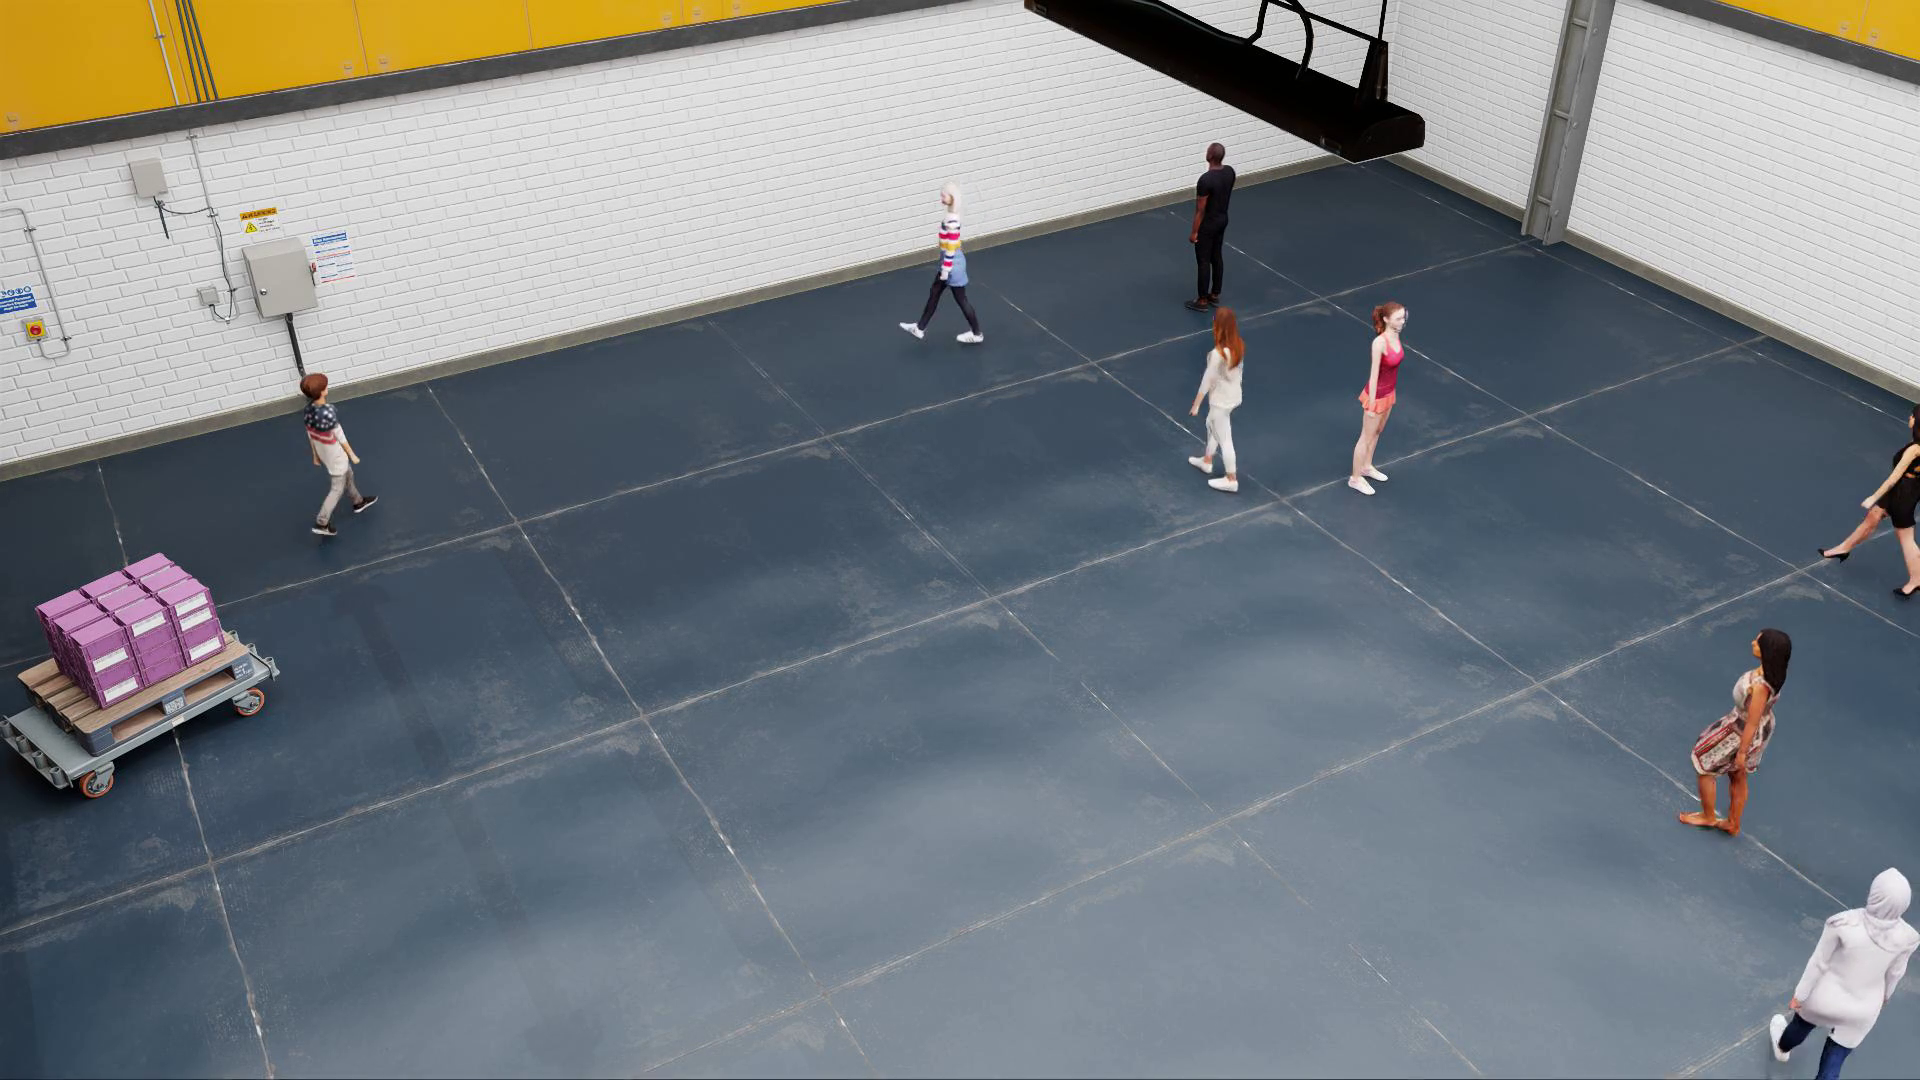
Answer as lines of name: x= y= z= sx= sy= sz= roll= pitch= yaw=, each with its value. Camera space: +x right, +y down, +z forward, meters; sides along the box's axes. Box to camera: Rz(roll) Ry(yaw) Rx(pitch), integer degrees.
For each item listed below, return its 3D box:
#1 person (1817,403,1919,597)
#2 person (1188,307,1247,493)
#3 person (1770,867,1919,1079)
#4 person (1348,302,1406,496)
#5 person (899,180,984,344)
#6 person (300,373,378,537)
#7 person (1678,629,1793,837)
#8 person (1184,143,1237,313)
person: x=7.470 y=-0.262 z=13.049 sx=1.134 sy=1.597 sz=0.816 roll=25 pitch=41 yaw=33
person: x=2.351 y=-1.175 z=14.339 sx=0.923 sy=1.689 sz=0.788 roll=21 pitch=39 yaw=28
person: x=4.647 y=2.500 z=8.757 sx=1.058 sy=1.747 sz=1.087 roll=11 pitch=35 yaw=16
person: x=3.634 y=-1.257 z=14.404 sx=0.669 sy=1.754 sz=0.651 roll=22 pitch=39 yaw=29
person: x=0.014 y=-2.730 z=16.615 sx=1.046 sy=1.760 sz=1.141 roll=-1 pitch=34 yaw=-1
person: x=-5.279 y=-0.700 z=13.874 sx=0.966 sy=1.412 sz=0.837 roll=22 pitch=40 yaw=30
person: x=5.129 y=1.288 z=10.684 sx=0.780 sy=1.633 sz=0.766 roll=22 pitch=40 yaw=30
person: x=2.626 y=-3.274 z=17.379 sx=0.706 sy=1.820 sz=0.627 roll=-26 pitch=41 yaw=-33
